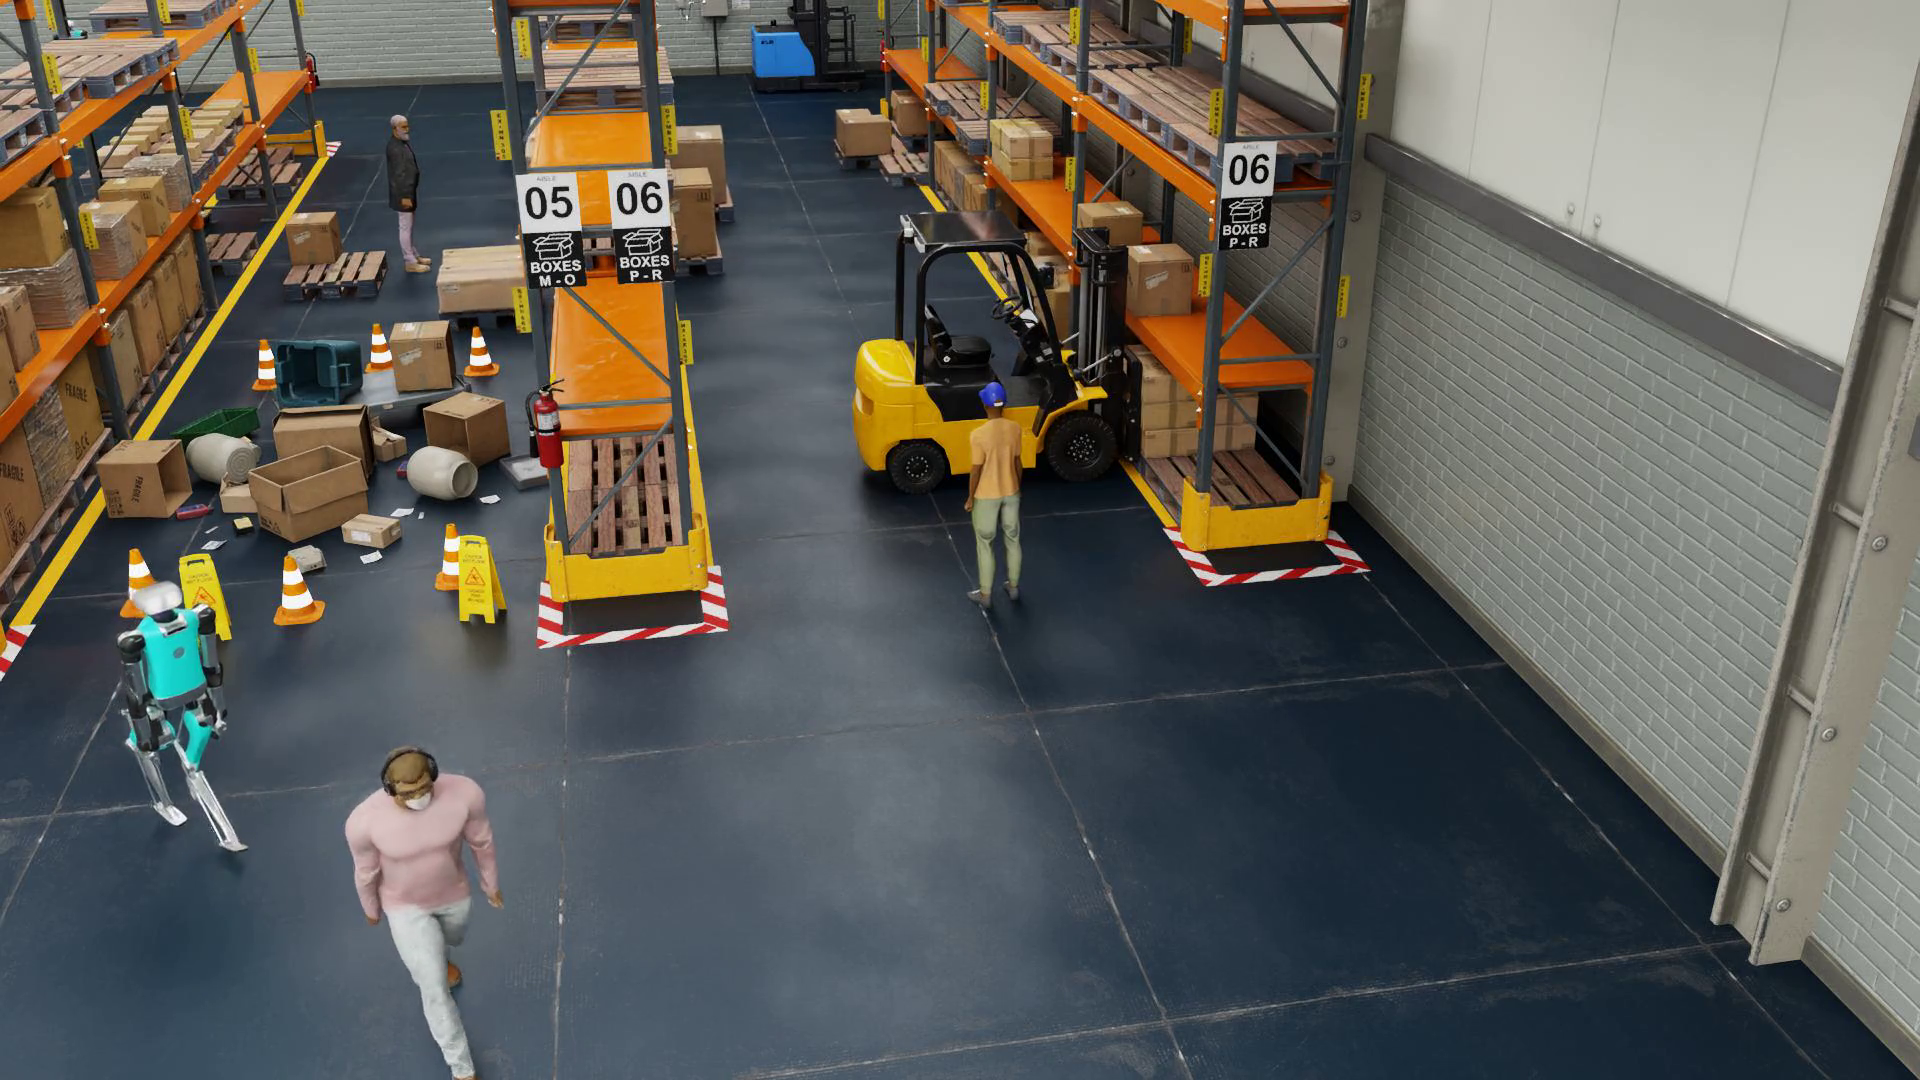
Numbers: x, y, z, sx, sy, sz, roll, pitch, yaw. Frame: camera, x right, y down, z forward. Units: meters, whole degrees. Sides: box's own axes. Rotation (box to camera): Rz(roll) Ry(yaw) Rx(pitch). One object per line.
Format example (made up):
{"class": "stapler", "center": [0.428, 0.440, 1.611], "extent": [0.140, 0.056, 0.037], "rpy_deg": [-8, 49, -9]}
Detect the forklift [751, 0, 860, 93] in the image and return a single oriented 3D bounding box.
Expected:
{"class": "forklift", "center": [-2.872, -9.679, 30.288], "extent": [1.873, 2.768, 1.129], "rpy_deg": [-5, 26, -10]}

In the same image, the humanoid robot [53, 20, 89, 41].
{"class": "humanoid robot", "center": [-14.598, -7.648, 27.435], "extent": [0.754, 1.849, 0.548], "rpy_deg": [23, 34, 39]}

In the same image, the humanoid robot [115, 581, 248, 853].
{"class": "humanoid robot", "center": [-4.517, 0.980, 9.434], "extent": [1.013, 1.759, 0.533], "rpy_deg": [19, 32, 34]}

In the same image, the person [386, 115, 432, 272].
{"class": "person", "center": [-6.660, -4.161, 19.963], "extent": [0.412, 1.856, 0.533], "rpy_deg": [-4, 26, -8]}

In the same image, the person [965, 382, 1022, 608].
{"class": "person", "center": [0.237, -0.340, 12.164], "extent": [0.451, 1.716, 0.369], "rpy_deg": [-13, 29, -25]}

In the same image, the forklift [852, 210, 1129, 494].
{"class": "forklift", "center": [0.216, -1.659, 14.366], "extent": [2.313, 2.155, 1.214], "rpy_deg": [-5, 26, -10]}

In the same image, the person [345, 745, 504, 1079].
{"class": "person", "center": [-2.536, 1.639, 7.889], "extent": [0.653, 1.868, 1.094], "rpy_deg": [-16, 30, -30]}
